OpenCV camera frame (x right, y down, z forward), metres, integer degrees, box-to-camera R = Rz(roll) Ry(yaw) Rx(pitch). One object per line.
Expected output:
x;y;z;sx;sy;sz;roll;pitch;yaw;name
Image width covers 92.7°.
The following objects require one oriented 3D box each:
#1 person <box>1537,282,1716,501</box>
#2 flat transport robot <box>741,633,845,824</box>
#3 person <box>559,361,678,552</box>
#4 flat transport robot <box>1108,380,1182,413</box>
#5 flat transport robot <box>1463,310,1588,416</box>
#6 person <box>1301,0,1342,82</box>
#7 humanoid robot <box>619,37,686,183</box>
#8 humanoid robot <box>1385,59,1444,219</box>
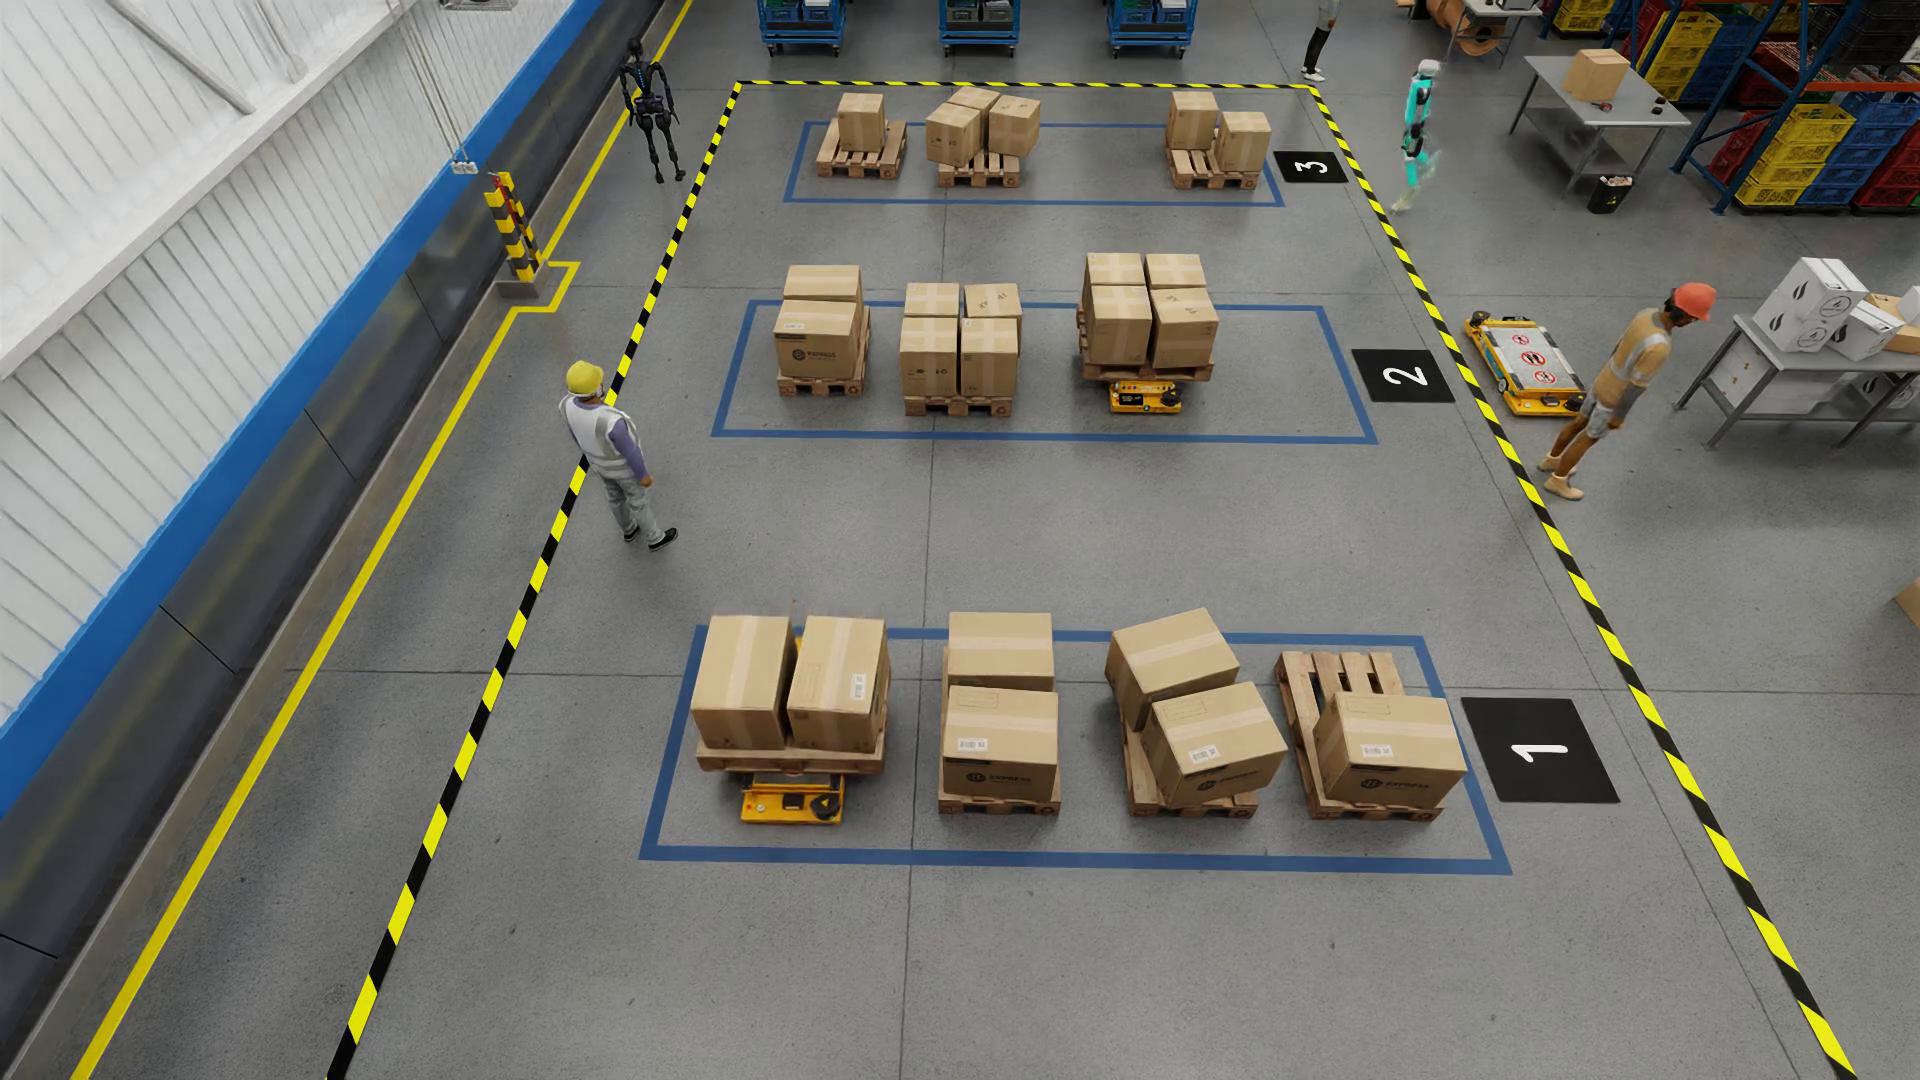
5.330;-1.190;7.399;0.405;2.031;0.607;14;51;12;person
-1.097;1.266;6.419;0.652;0.197;1.431;1;49;1;flat transport robot
-2.623;-0.618;7.030;0.599;1.836;0.404;22;53;18;person
1.773;-1.807;9.079;0.652;0.197;1.431;1;49;1;flat transport robot
5.573;-1.757;9.054;0.659;0.231;1.431;1;49;1;flat transport robot
5.287;-7.542;13.014;0.394;1.849;0.596;5;49;4;person
-3.733;-5.173;11.071;0.599;1.655;0.315;-7;49;-6;humanoid robot
5.314;-4.495;10.504;0.787;1.840;0.540;9;50;8;humanoid robot
